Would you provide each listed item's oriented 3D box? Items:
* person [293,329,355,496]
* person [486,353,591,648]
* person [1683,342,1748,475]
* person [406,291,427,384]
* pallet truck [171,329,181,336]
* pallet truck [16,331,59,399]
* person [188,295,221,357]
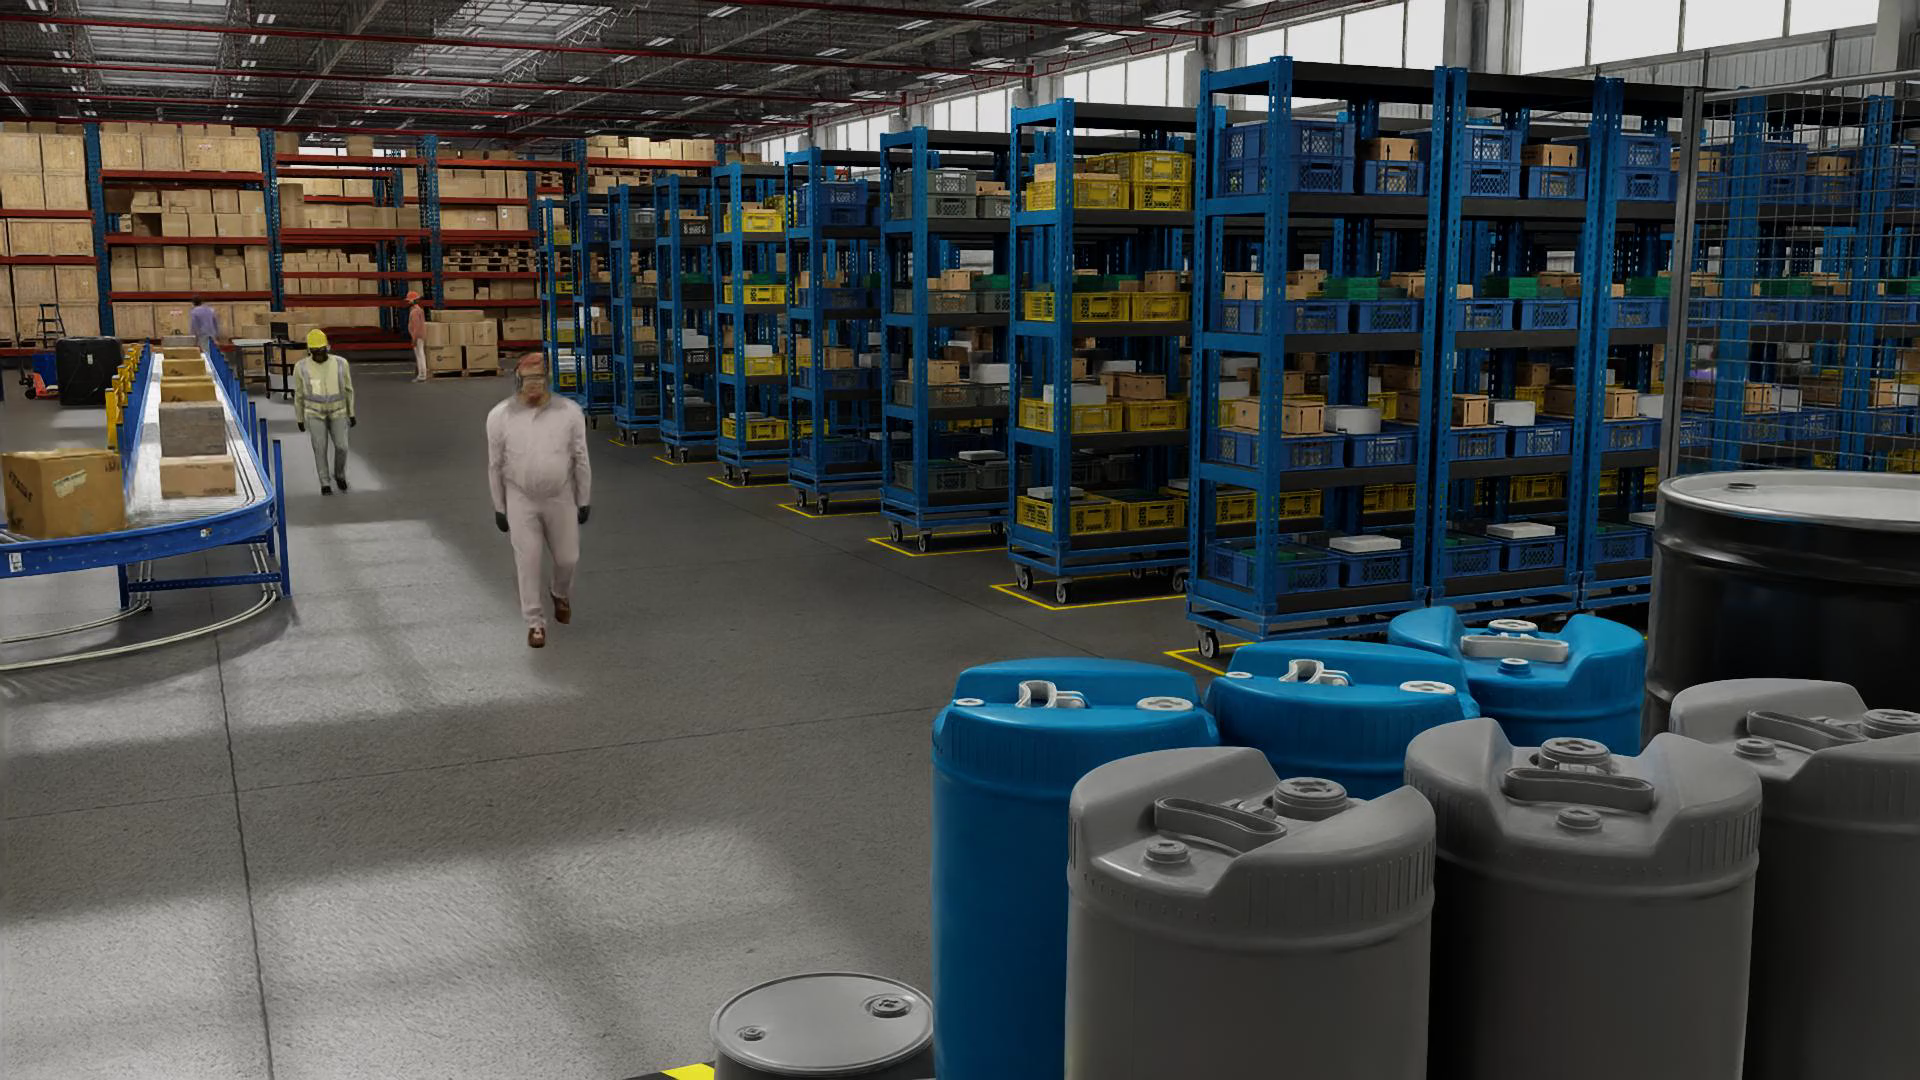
[{"bbox_3d":[-6.820,-1.360,17.859,0.612,1.804,0.485,-4,10,-25],"label":"person"},{"bbox_3d":[-2.739,-0.274,10.850,0.645,1.896,0.571,-3,10,-18],"label":"person"},{"bbox_3d":[6.656,-0.872,14.830,0.625,1.810,0.489,5,10,27],"label":"person"},{"bbox_3d":[-11.748,-4.370,35.950,0.391,1.991,0.613,-1,9,-8],"label":"person"},{"bbox_3d":[-17.275,-3.851,35.096,1.601,1.201,0.680,0,9,1],"label":"pallet truck"},{"bbox_3d":[-17.082,-3.353,31.781,1.630,1.274,0.653,-4,10,-25],"label":"pallet truck"},{"bbox_3d":[-17.058,-4.585,37.564,0.553,1.897,0.647,4,10,25],"label":"person"}]
